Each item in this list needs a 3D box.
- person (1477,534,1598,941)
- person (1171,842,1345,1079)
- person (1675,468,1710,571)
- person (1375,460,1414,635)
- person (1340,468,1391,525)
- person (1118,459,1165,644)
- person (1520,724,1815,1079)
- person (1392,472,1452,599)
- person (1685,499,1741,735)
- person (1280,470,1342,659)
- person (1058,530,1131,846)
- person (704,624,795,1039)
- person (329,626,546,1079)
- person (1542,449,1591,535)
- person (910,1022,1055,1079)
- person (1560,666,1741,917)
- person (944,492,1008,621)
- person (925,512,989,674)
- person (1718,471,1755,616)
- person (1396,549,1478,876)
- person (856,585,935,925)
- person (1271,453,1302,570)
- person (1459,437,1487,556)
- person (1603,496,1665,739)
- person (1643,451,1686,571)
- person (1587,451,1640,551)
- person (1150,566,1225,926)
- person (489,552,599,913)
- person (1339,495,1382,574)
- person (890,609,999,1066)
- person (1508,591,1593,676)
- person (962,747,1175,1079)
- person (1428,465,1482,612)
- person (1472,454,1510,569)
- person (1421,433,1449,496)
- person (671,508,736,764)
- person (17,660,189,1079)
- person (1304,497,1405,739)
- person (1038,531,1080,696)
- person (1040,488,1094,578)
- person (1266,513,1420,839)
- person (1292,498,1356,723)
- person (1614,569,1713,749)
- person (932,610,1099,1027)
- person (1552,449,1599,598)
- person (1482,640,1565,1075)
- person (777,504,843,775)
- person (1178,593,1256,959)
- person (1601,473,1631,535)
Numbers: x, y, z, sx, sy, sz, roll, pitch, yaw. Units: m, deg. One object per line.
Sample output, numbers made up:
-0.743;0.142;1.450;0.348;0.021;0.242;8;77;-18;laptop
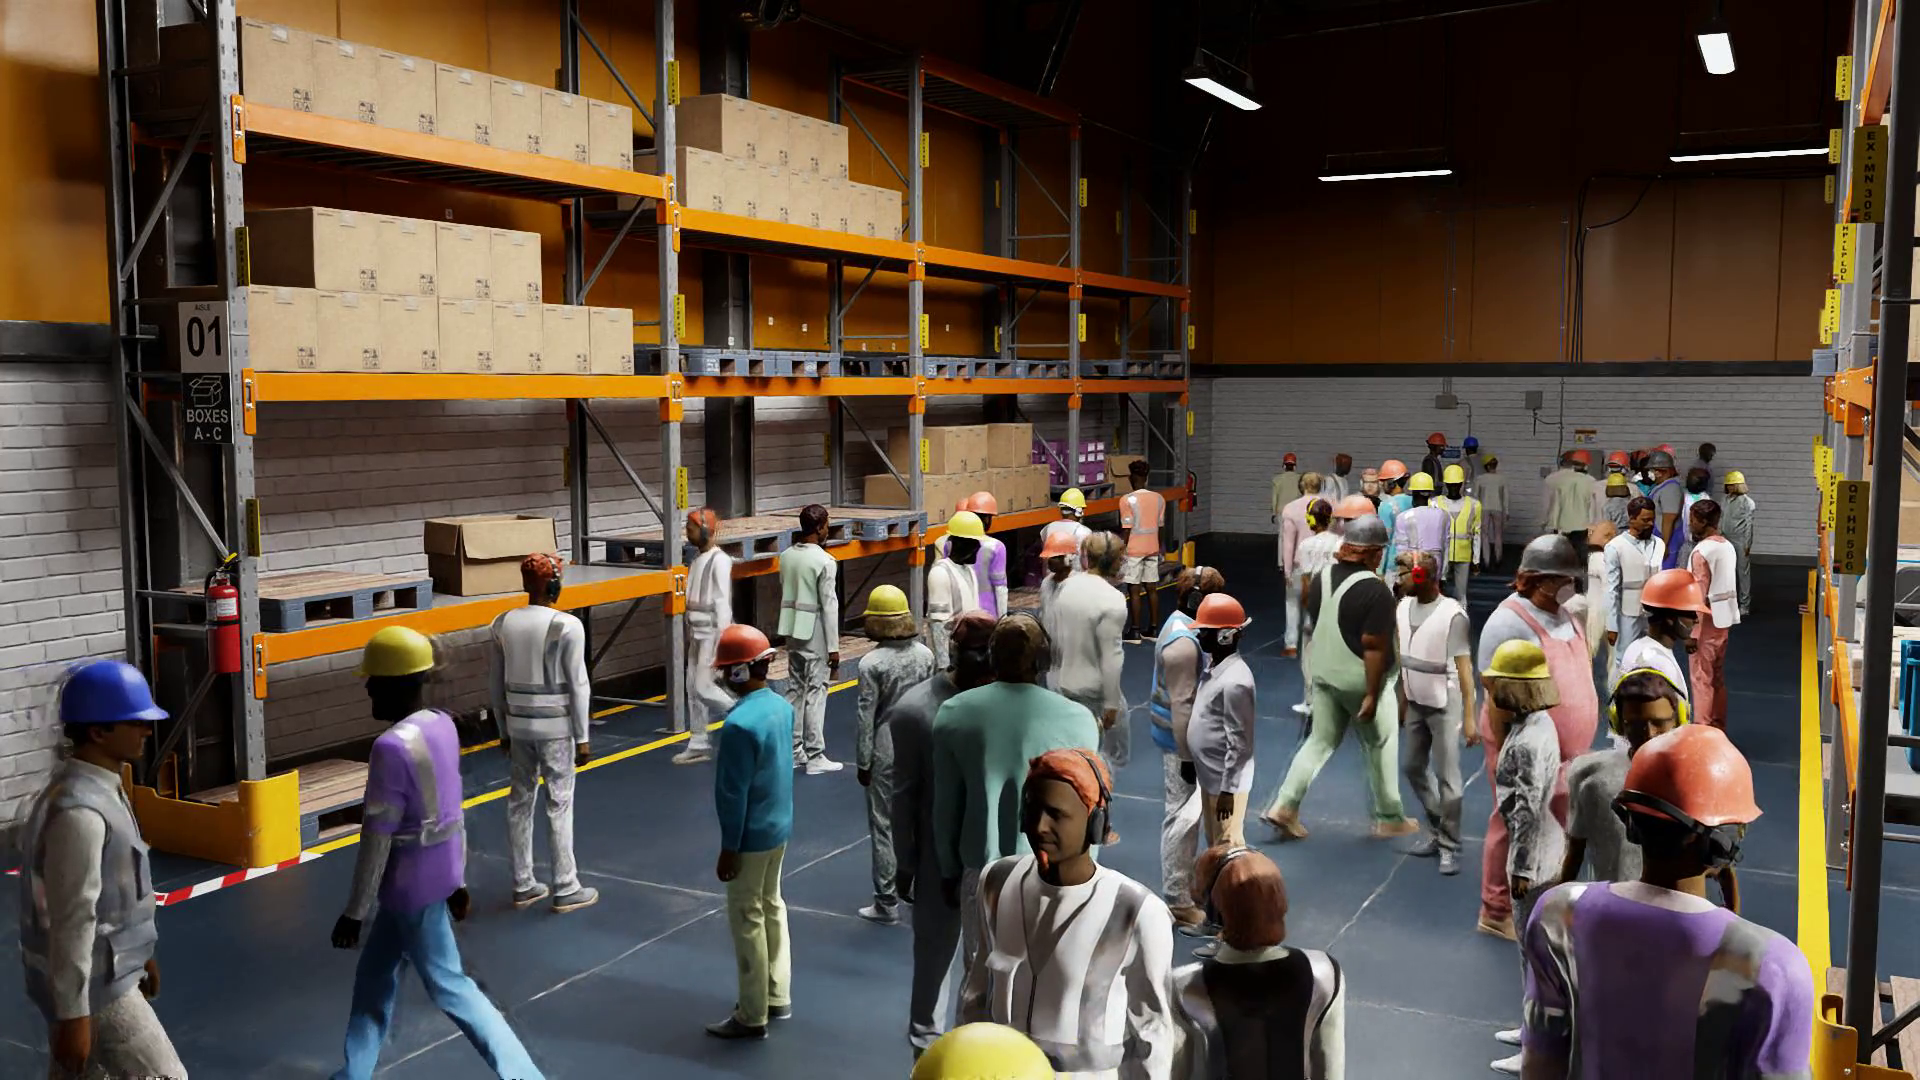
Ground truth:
2.896;0.966;8.280;0.682;2.000;0.536;-4;7;-38;person
0.707;1.558;4.077;0.521;1.639;0.314;-1;5;-13;person
8.263;0.099;18.850;0.680;1.817;0.431;-3;6;-26;person
4.211;0.241;16.137;0.606;2.035;0.404;-4;7;-40;person
4.395;0.157;17.907;0.651;1.880;0.835;2;6;19;person
1.918;0.122;17.759;0.613;1.963;0.362;-4;7;-35;person
1.514;1.403;3.560;0.374;2.042;0.615;-5;7;-42;person
4.377;0.322;15.813;0.586;1.928;0.364;-2;6;-20;person
5.588;0.650;12.410;0.405;1.909;0.597;5;7;43;person
3.455;0.263;16.521;0.626;1.910;0.731;0;5;-5;person
0.740;0.896;9.722;0.514;1.921;0.644;-3;6;-30;person
-0.900;1.227;7.092;0.352;1.738;0.573;1;5;15;person
-1.991;1.248;6.143;1.008;1.882;0.589;0;5;-5;person
8.173;-0.269;22.391;0.634;1.904;0.926;1;6;16;person
0.042;1.613;2.181;0.635;1.913;0.531;0;5;3;person
2.274;1.323;5.468;0.641;1.844;0.422;1;5;10;person
0.140;0.583;13.064;0.549;1.923;0.390;3;6;28;person
-0.015;0.763;11.148;0.415;1.913;0.607;2;6;23;person
9.251;0.039;19.894;0.323;1.736;0.486;-2;6;-23;person
2.739;0.969;9.438;0.417;1.826;0.747;-2;6;-23;person
-0.349;1.094;8.557;0.487;1.737;0.320;-5;7;-40;person
4.892;-0.419;24.711;0.561;1.752;0.324;0;5;2;person
8.210;-0.692;26.723;0.618;1.935;0.428;-3;6;-30;person
5.196;0.612;12.832;0.598;1.907;0.409;-3;6;-28;person
7.862;-0.003;18.712;0.535;2.000;0.683;2;6;16;person
7.676;-0.049;19.512;0.620;1.986;0.408;5;7;43;person
1.198;1.046;8.549;0.429;1.836;0.631;1;5;13;person
-2.188;1.004;8.718;0.574;1.881;0.357;2;6;22;person
4.013;0.375;16.656;0.559;1.652;0.578;-2;6;-19;person
0.057;1.212;6.423;0.646;1.901;0.404;-1;6;-15;person
3.596;0.904;10.222;0.893;1.814;0.515;-5;7;-44;person
0.241;1.436;4.063;0.575;1.885;0.355;4;7;36;person
5.150;0.175;17.392;0.595;1.925;0.374;1;5;9;person
8.018;-0.438;25.137;0.531;1.707;0.893;1;5;13;person
7.245;-0.625;25.437;0.405;2.037;0.606;2;6;25;person
-1.813;0.696;12.085;0.578;1.868;0.601;-3;6;-28;person
-2.496;1.319;5.078;0.756;1.921;0.646;-3;6;-26;person
3.115;0.620;12.836;0.978;1.884;0.554;0;5;3;person
0.716;0.803;11.643;0.359;1.742;0.562;-4;6;-34;person
1.000;0.446;15.066;0.587;1.824;0.404;5;7;42;person
2.316;0.804;10.028;0.962;2.000;0.686;-3;6;-30;person
3.019;0.576;13.615;0.519;1.837;0.836;-2;6;-22;person
3.182;1.090;7.571;0.389;1.929;0.547;1;5;14;person
0.206;1.221;6.144;0.631;1.932;0.373;2;6;17;person
7.763;-0.170;20.968;0.910;1.964;0.628;-5;7;-44;person
2.269;1.266;6.705;0.356;1.735;0.486;2;6;21;person
-1.080;0.703;11.811;0.390;1.912;0.590;-5;7;-42;person
1.251;1.129;8.055;0.329;1.752;0.563;0;5;-3;person
7.635;0.090;19.351;0.487;1.738;0.320;-1;6;-15;person
